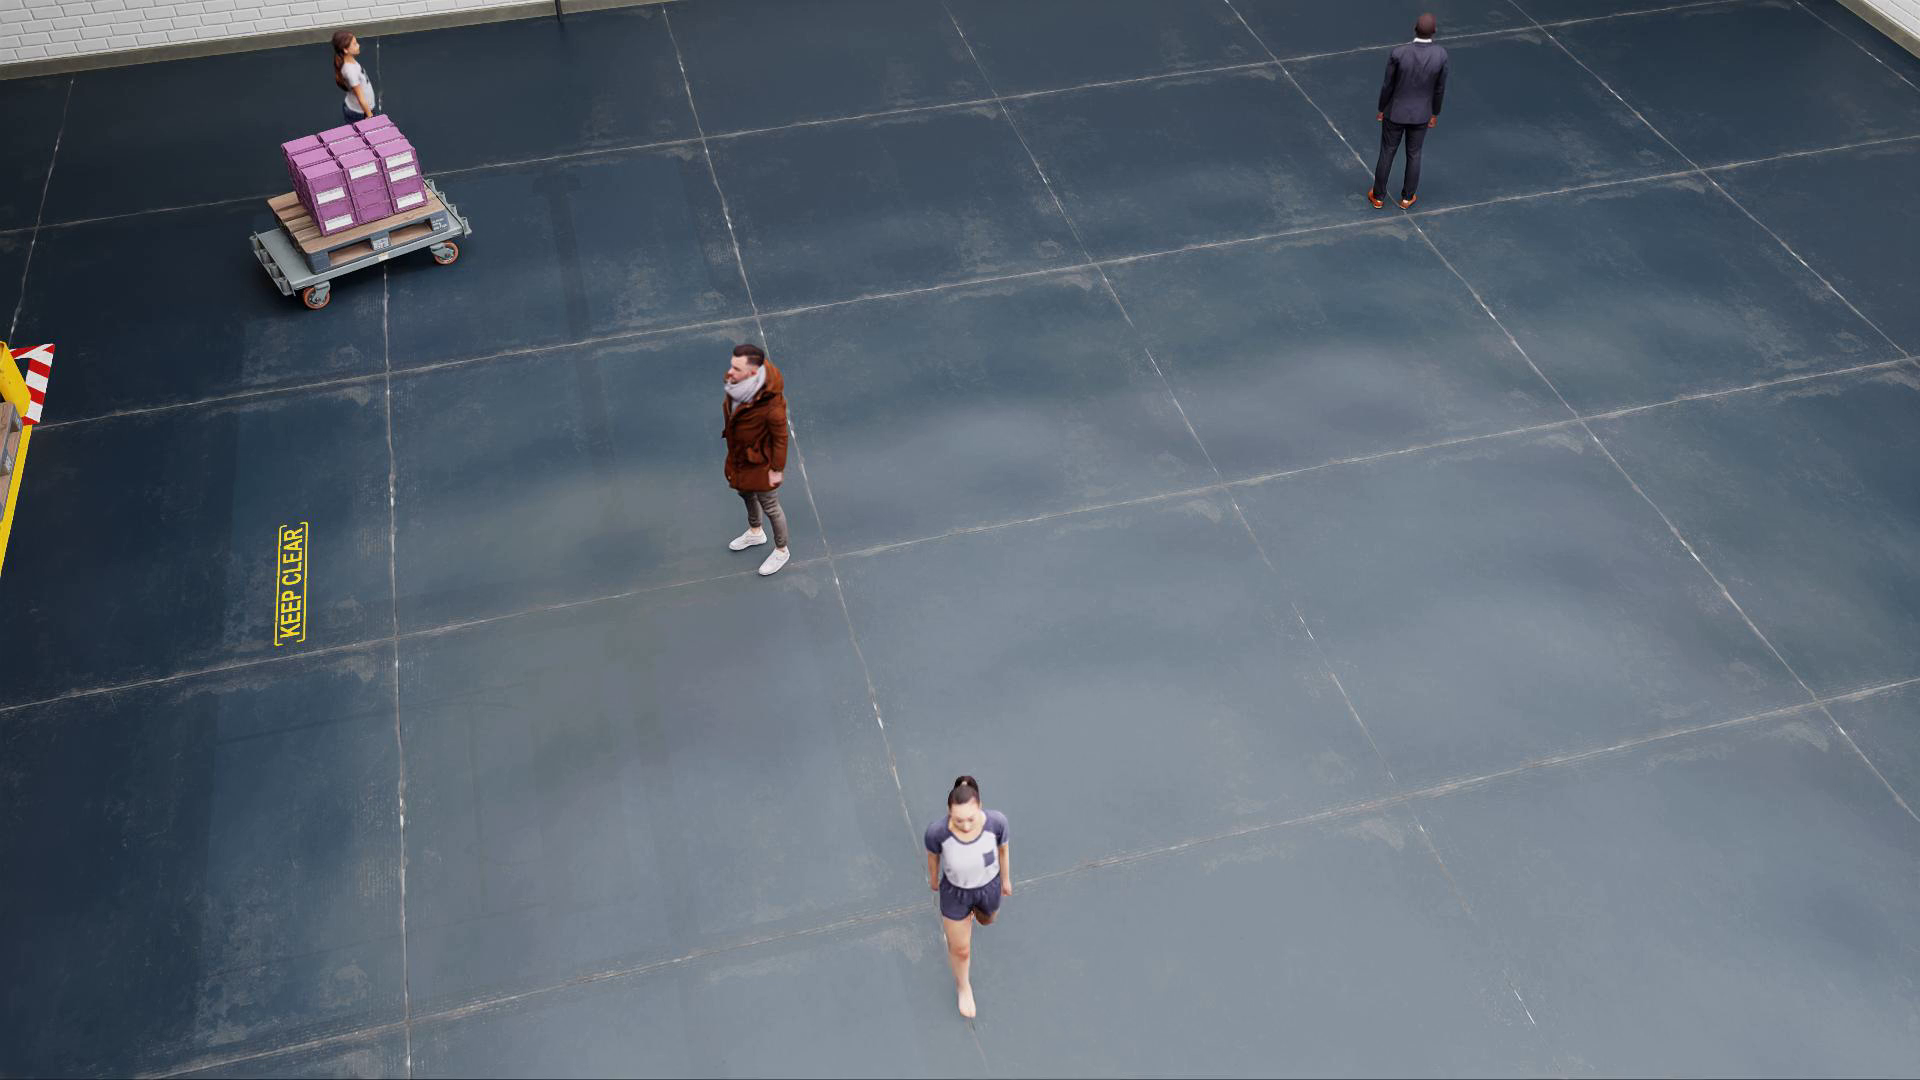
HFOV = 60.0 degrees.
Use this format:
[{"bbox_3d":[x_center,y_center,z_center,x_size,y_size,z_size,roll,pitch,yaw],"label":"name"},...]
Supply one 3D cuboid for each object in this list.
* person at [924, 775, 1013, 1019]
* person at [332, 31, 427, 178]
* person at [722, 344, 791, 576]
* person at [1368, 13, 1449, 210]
[{"bbox_3d":[0.042,1.799,8.893,0.602,1.621,0.965,-9,44,-9],"label":"person"},{"bbox_3d":[-5.411,-3.775,14.812,0.635,1.526,1.011,-13,45,-13],"label":"person"},{"bbox_3d":[-1.374,-0.571,11.222,0.894,1.839,0.803,-32,52,-29],"label":"person"},{"bbox_3d":[3.923,-3.741,14.561,0.781,1.824,0.749,7,44,7],"label":"person"}]
